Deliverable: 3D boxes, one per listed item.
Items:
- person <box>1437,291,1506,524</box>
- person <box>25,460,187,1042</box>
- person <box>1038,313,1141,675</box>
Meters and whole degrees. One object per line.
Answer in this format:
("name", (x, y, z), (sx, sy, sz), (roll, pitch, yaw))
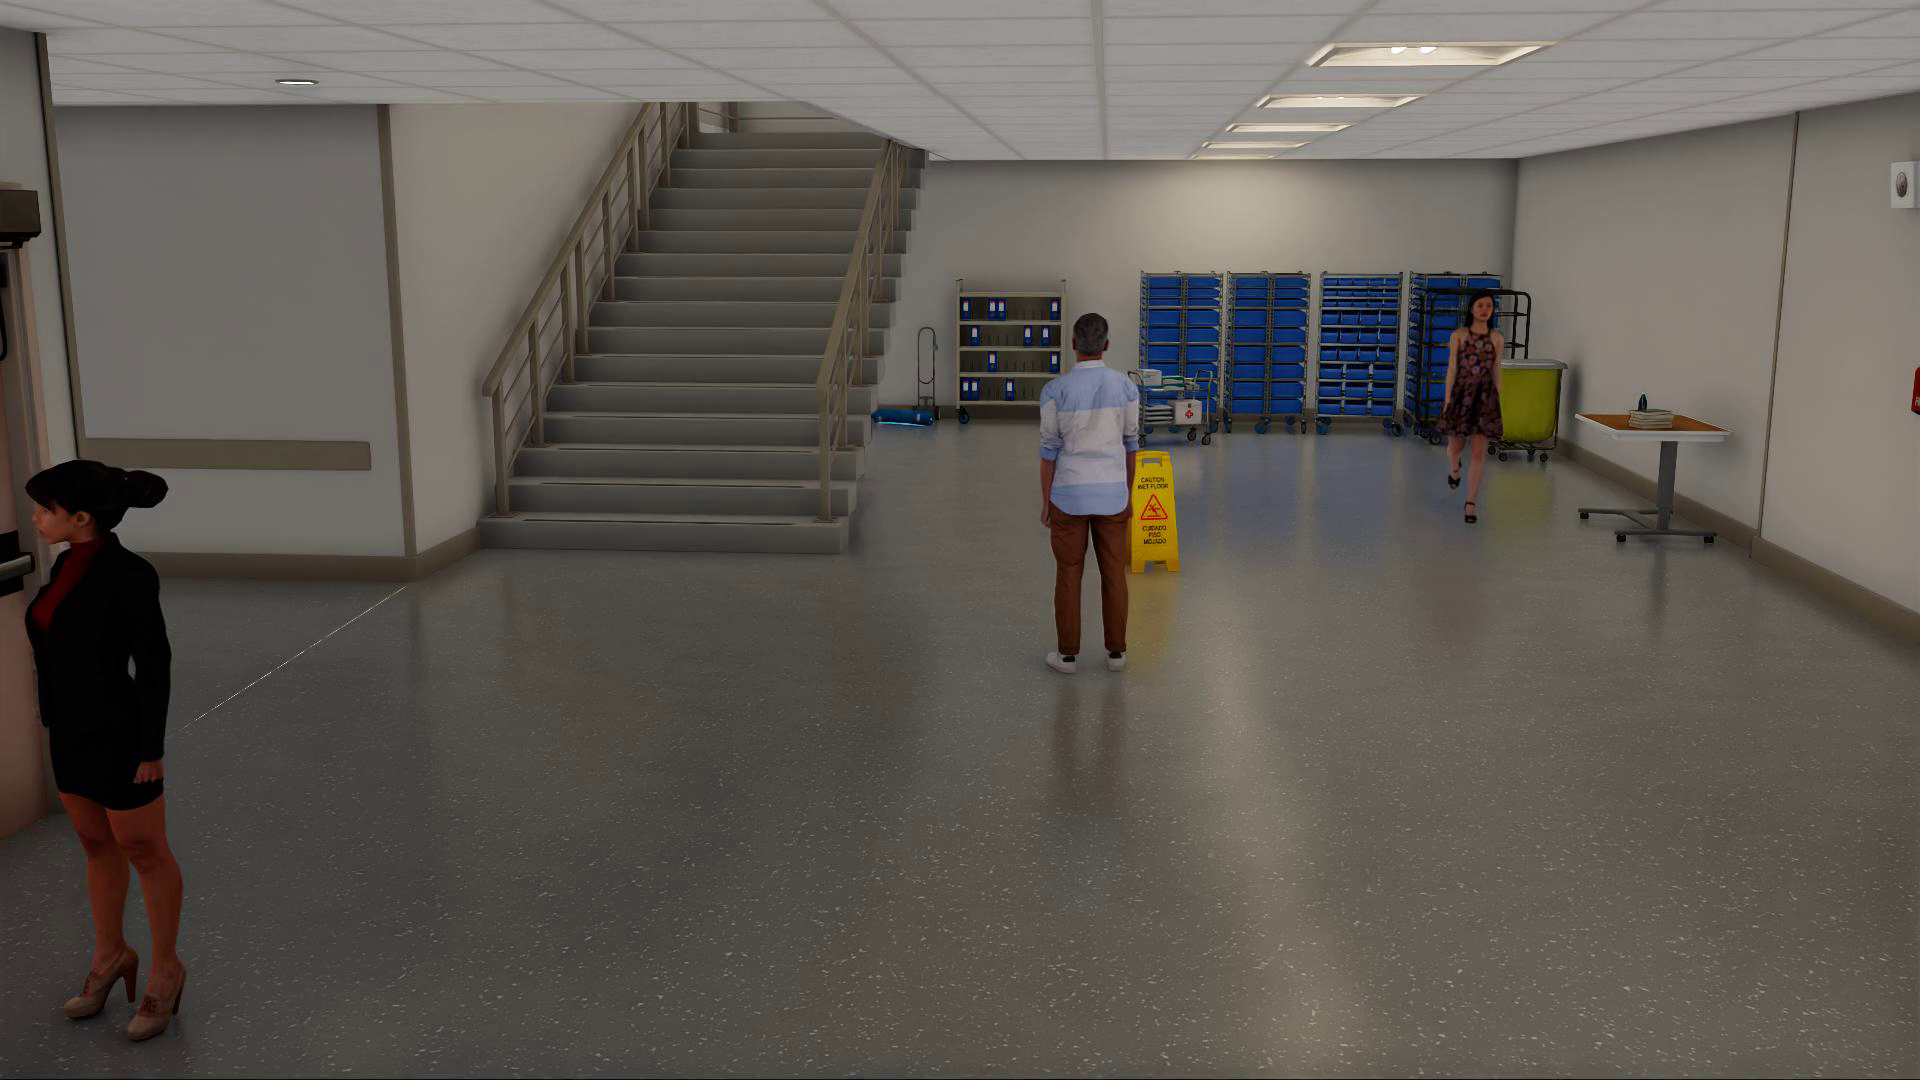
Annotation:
("person", (3.899, -1.013, 12.741), (0.656, 1.755, 0.941), (1, 11, 7))
("person", (-2.384, 0.581, 4.652), (0.651, 1.639, 0.686), (6, 12, 30))
("person", (0.660, -0.236, 8.450), (0.732, 1.828, 0.660), (-2, 11, -8))
